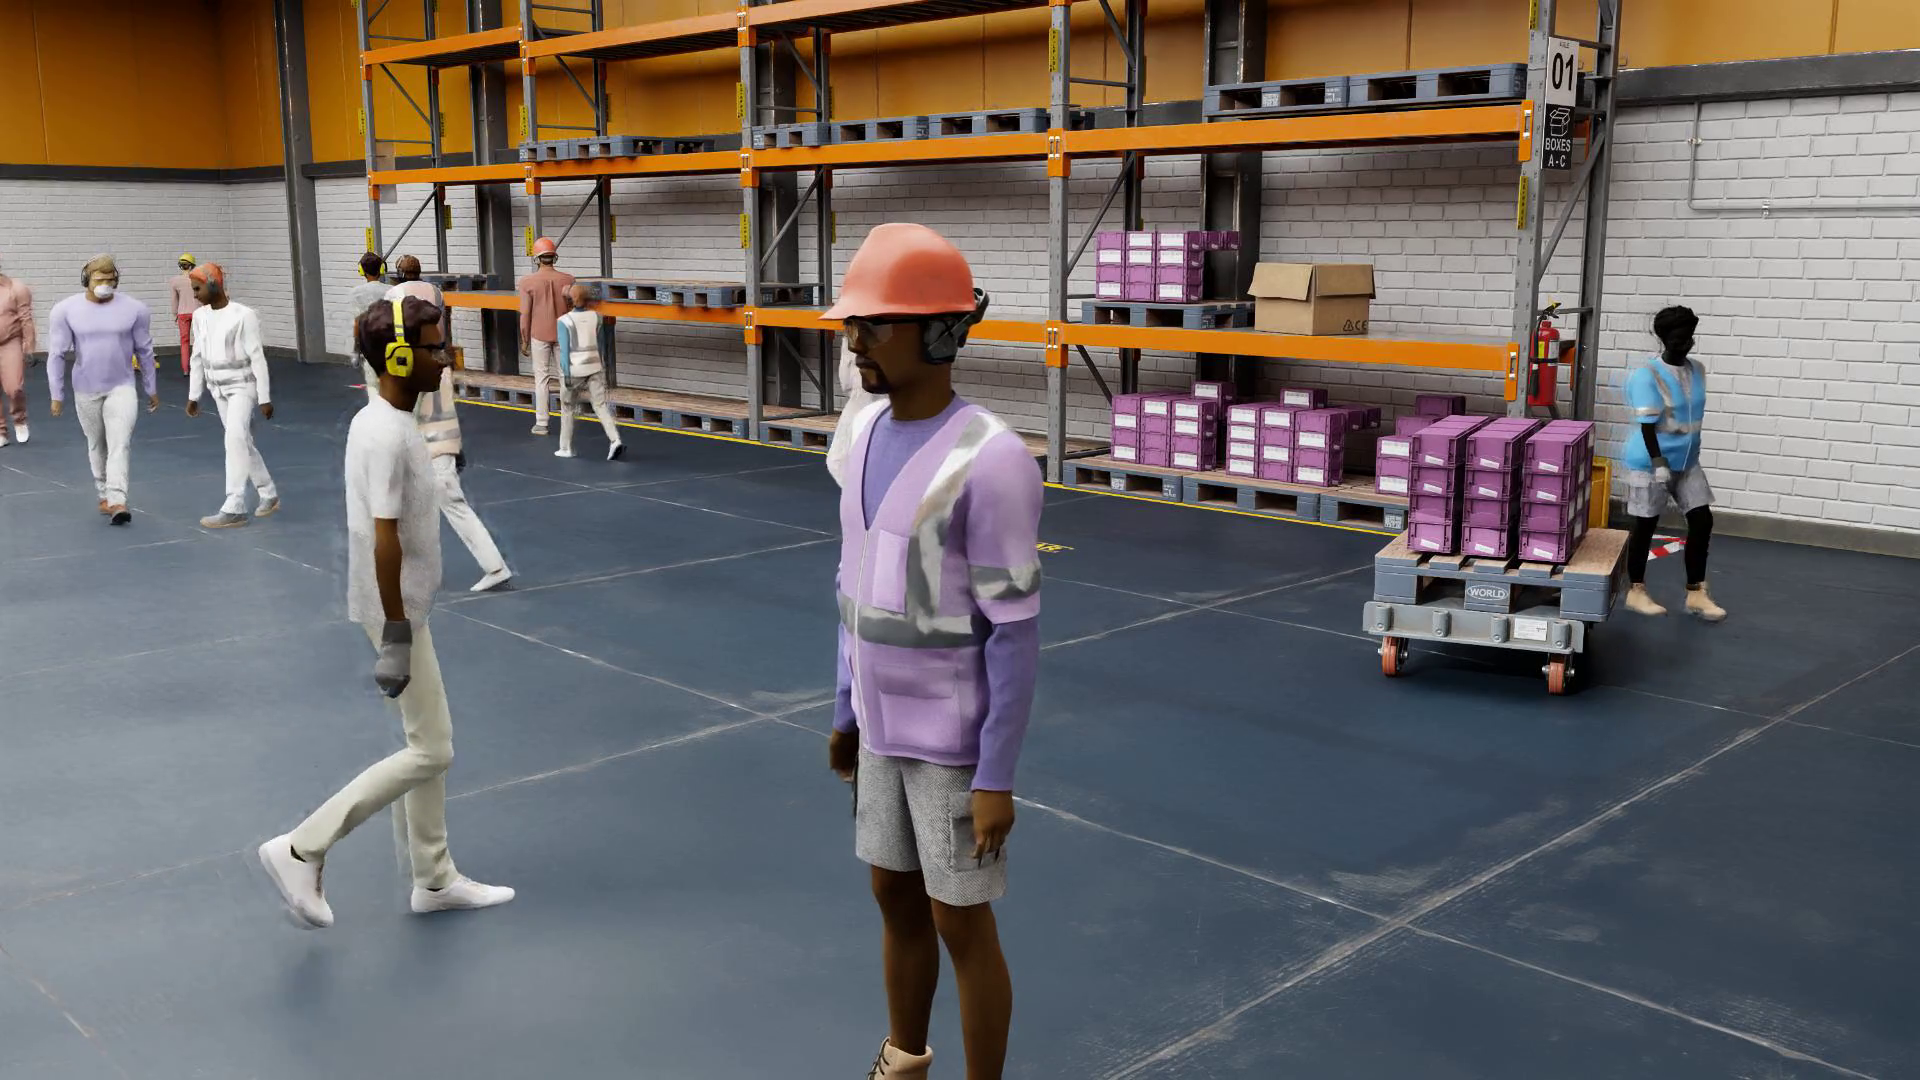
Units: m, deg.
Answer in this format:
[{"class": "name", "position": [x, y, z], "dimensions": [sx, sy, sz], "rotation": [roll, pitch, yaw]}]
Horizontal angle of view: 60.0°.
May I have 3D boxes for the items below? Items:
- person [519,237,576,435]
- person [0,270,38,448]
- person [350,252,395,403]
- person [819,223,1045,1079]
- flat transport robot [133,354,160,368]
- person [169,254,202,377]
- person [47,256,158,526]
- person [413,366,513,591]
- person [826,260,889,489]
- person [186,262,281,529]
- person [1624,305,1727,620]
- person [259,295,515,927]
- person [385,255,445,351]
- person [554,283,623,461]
[{"class": "person", "position": [-4.182, -2.072, 16.963], "dimensions": [0.612, 1.997, 0.375], "rotation": [-6, 12, -29]}, {"class": "person", "position": [-9.189, -1.816, 15.846], "dimensions": [0.674, 1.889, 0.434], "rotation": [-2, 11, -13]}, {"class": "person", "position": [-5.537, -1.795, 15.813], "dimensions": [0.314, 1.864, 0.533], "rotation": [10, 14, 42]}, {"class": "person", "position": [-0.092, 0.383, 3.444], "dimensions": [0.388, 2.045, 0.605], "rotation": [-7, 13, -34]}, {"class": "flat transport robot", "position": [-12.676, -2.757, 25.405], "dimensions": [0.652, 0.197, 1.431], "rotation": [-6, 12, -31]}, {"class": "person", "position": [-11.019, -3.215, 23.850], "dimensions": [0.524, 1.760, 0.327], "rotation": [-1, 10, -8]}, {"class": "person", "position": [-6.053, -1.054, 11.772], "dimensions": [0.678, 1.879, 1.049], "rotation": [-5, 12, -27]}, {"class": "person", "position": [-2.975, -0.490, 9.456], "dimensions": [0.884, 1.588, 0.519], "rotation": [0, 10, 0]}, {"class": "person", "position": [-0.593, -0.858, 10.633], "dimensions": [0.446, 1.887, 0.668], "rotation": [4, 11, 19]}, {"class": "person", "position": [-5.142, -1.037, 11.772], "dimensions": [0.585, 1.836, 0.837], "rotation": [6, 12, 28]}, {"class": "person", "position": [3.735, -0.382, 8.666], "dimensions": [0.552, 1.662, 0.626], "rotation": [-5, 11, -24]}, {"class": "person", "position": [-1.680, 0.229, 4.809], "dimensions": [0.608, 1.859, 0.519], "rotation": [-4, 11, -20]}, {"class": "person", "position": [-5.038, -1.697, 15.342], "dimensions": [0.430, 1.845, 0.619], "rotation": [7, 13, 35]}, {"class": "person", "position": [-3.369, -1.516, 15.004], "dimensions": [0.797, 1.605, 0.513], "rotation": [10, 14, 43]}]
